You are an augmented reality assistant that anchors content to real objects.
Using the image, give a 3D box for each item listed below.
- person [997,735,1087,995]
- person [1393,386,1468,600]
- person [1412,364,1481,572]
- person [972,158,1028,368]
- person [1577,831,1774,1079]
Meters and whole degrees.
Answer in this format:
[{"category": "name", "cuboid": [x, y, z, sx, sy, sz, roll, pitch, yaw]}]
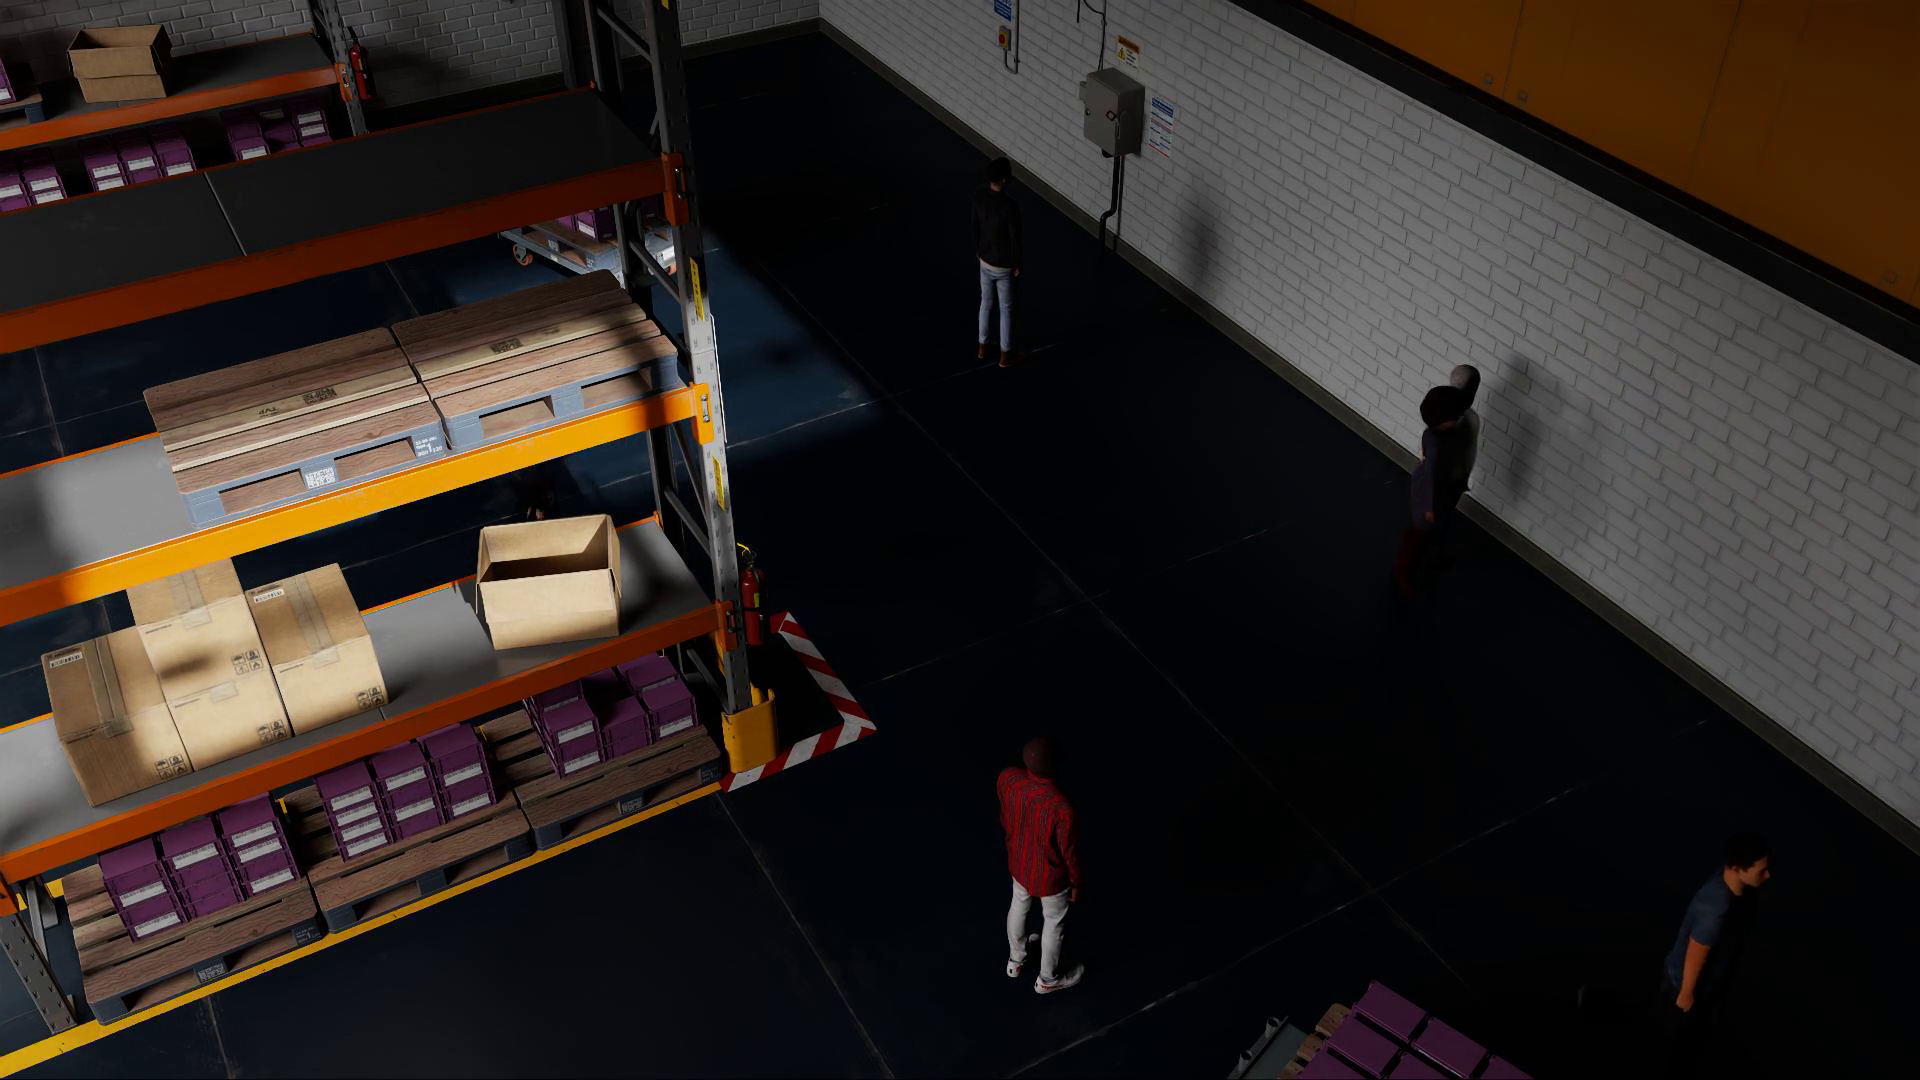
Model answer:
[{"category": "person", "cuboid": [0.421, 1.673, 8.630, 0.725, 1.819, 0.683, 31, 48, 33]}, {"category": "person", "cuboid": [3.175, -0.351, 11.262, 0.799, 1.697, 0.679, 10, 40, 12]}, {"category": "person", "cuboid": [3.363, -0.514, 11.509, 0.522, 1.644, 0.588, -25, 45, -28]}, {"category": "person", "cuboid": [0.313, -2.257, 13.538, 0.720, 1.837, 0.670, 29, 47, 31]}, {"category": "person", "cuboid": [3.552, 2.052, 8.178, 1.034, 1.791, 0.854, -30, 48, -32]}]
